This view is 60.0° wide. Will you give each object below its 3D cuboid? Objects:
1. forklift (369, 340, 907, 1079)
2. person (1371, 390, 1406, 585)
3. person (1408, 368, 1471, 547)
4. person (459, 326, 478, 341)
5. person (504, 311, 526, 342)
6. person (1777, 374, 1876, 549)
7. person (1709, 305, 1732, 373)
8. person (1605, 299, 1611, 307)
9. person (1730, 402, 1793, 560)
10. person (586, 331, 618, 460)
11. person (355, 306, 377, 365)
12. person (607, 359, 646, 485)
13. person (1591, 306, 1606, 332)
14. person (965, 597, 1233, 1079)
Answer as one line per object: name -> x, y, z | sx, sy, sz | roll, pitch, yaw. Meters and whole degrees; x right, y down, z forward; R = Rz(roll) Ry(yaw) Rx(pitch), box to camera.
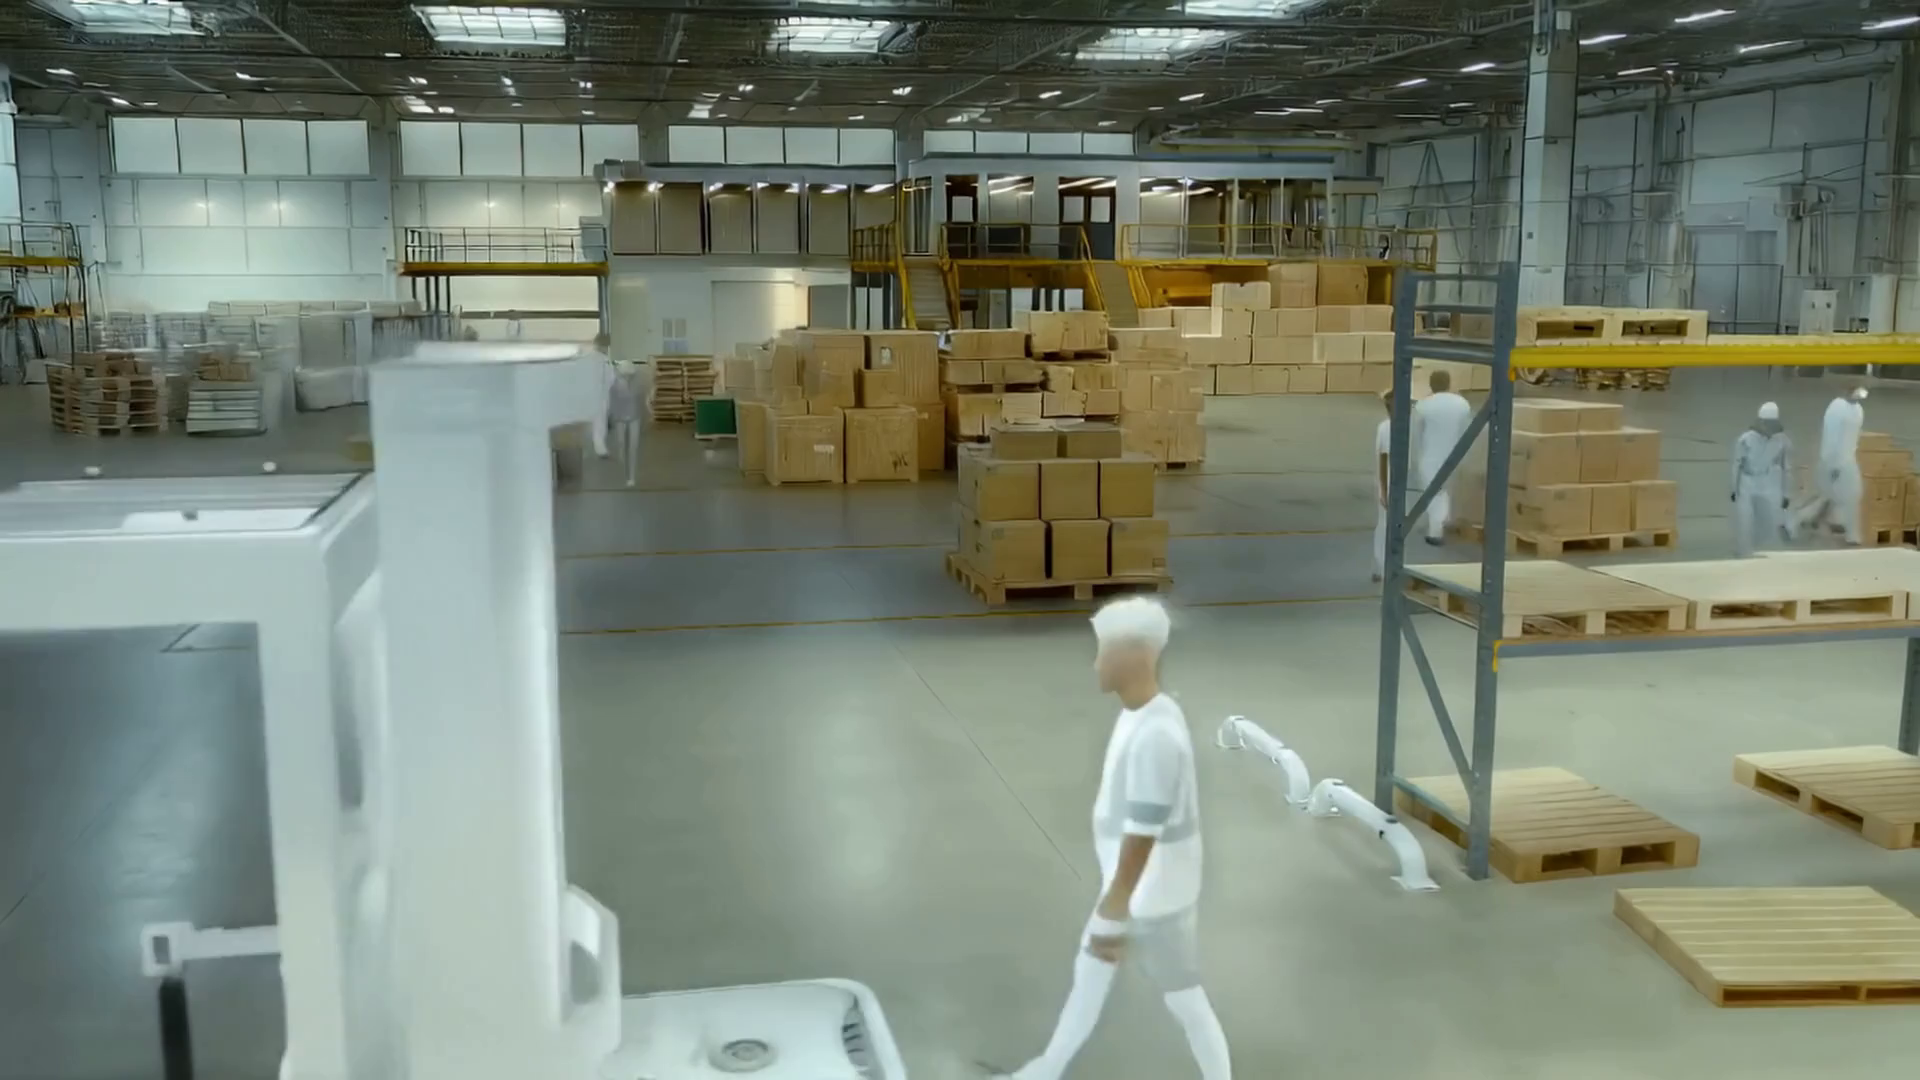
forklift -> -1.042, 0.952, 3.821 | 1.873, 2.768, 1.129 | -2, 10, -12
person -> 4.089, -0.497, 15.747 | 0.329, 1.865, 0.507 | 4, 10, 25
person -> 5.152, -0.898, 18.005 | 0.660, 1.921, 0.547 | -2, 10, -13
person -> -8.755, -2.908, 30.225 | 0.381, 1.956, 0.775 | 5, 11, 29
person -> -12.017, -5.286, 45.018 | 0.589, 1.844, 0.964 | 0, 9, -2
person -> 9.283, -0.834, 17.700 | 0.650, 1.900, 0.984 | -7, 11, -36
person -> 21.603, -5.704, 47.226 | 0.615, 1.945, 0.406 | 8, 12, 39
person -> 20.387, -6.606, 52.574 | 0.612, 1.997, 0.375 | -7, 12, -38
person -> 7.650, -0.454, 15.874 | 0.518, 1.722, 0.567 | 3, 10, 20
person -> -5.605, -2.264, 25.978 | 0.546, 2.000, 0.703 | 2, 10, 13
person -> -14.958, -4.871, 41.906 | 0.610, 2.036, 0.411 | 1, 9, 6
person -> -4.622, -1.658, 23.188 | 0.534, 1.748, 0.729 | 0, 9, 0
person -> 18.235, -5.704, 47.282 | 0.587, 1.930, 0.357 | 1, 9, 8
person -> 0.528, 1.139, 5.613 | 1.015, 1.907, 0.629 | 0, 9, 1
